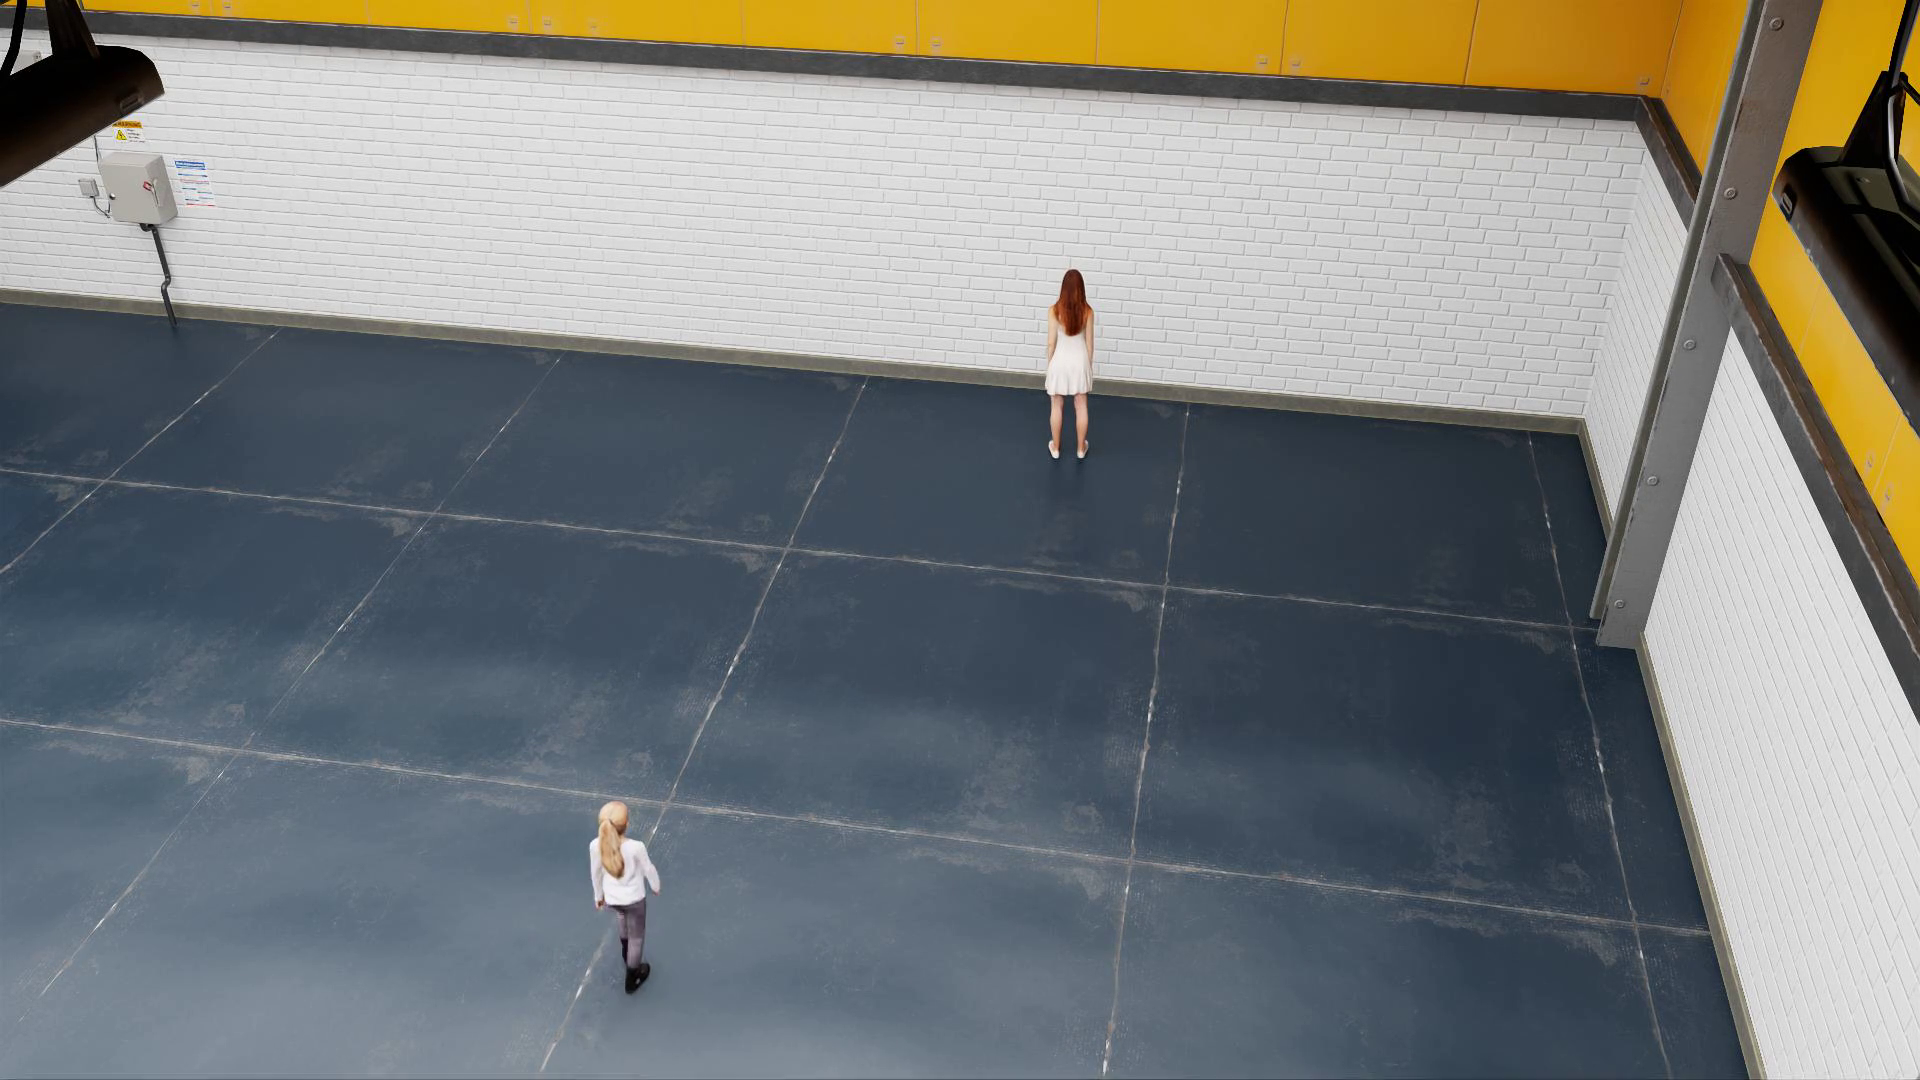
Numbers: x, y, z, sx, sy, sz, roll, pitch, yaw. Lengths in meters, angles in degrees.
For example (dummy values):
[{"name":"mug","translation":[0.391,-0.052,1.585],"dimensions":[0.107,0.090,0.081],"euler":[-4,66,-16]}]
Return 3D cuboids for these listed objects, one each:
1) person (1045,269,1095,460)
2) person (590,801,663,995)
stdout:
[{"name":"person","translation":[0.924,-1.477,13.995],"dimensions":[0.579,1.711,0.562],"euler":[1,34,2]},{"name":"person","translation":[-1.868,2.004,9.163],"dimensions":[0.511,1.265,0.638],"euler":[9,35,13]}]
